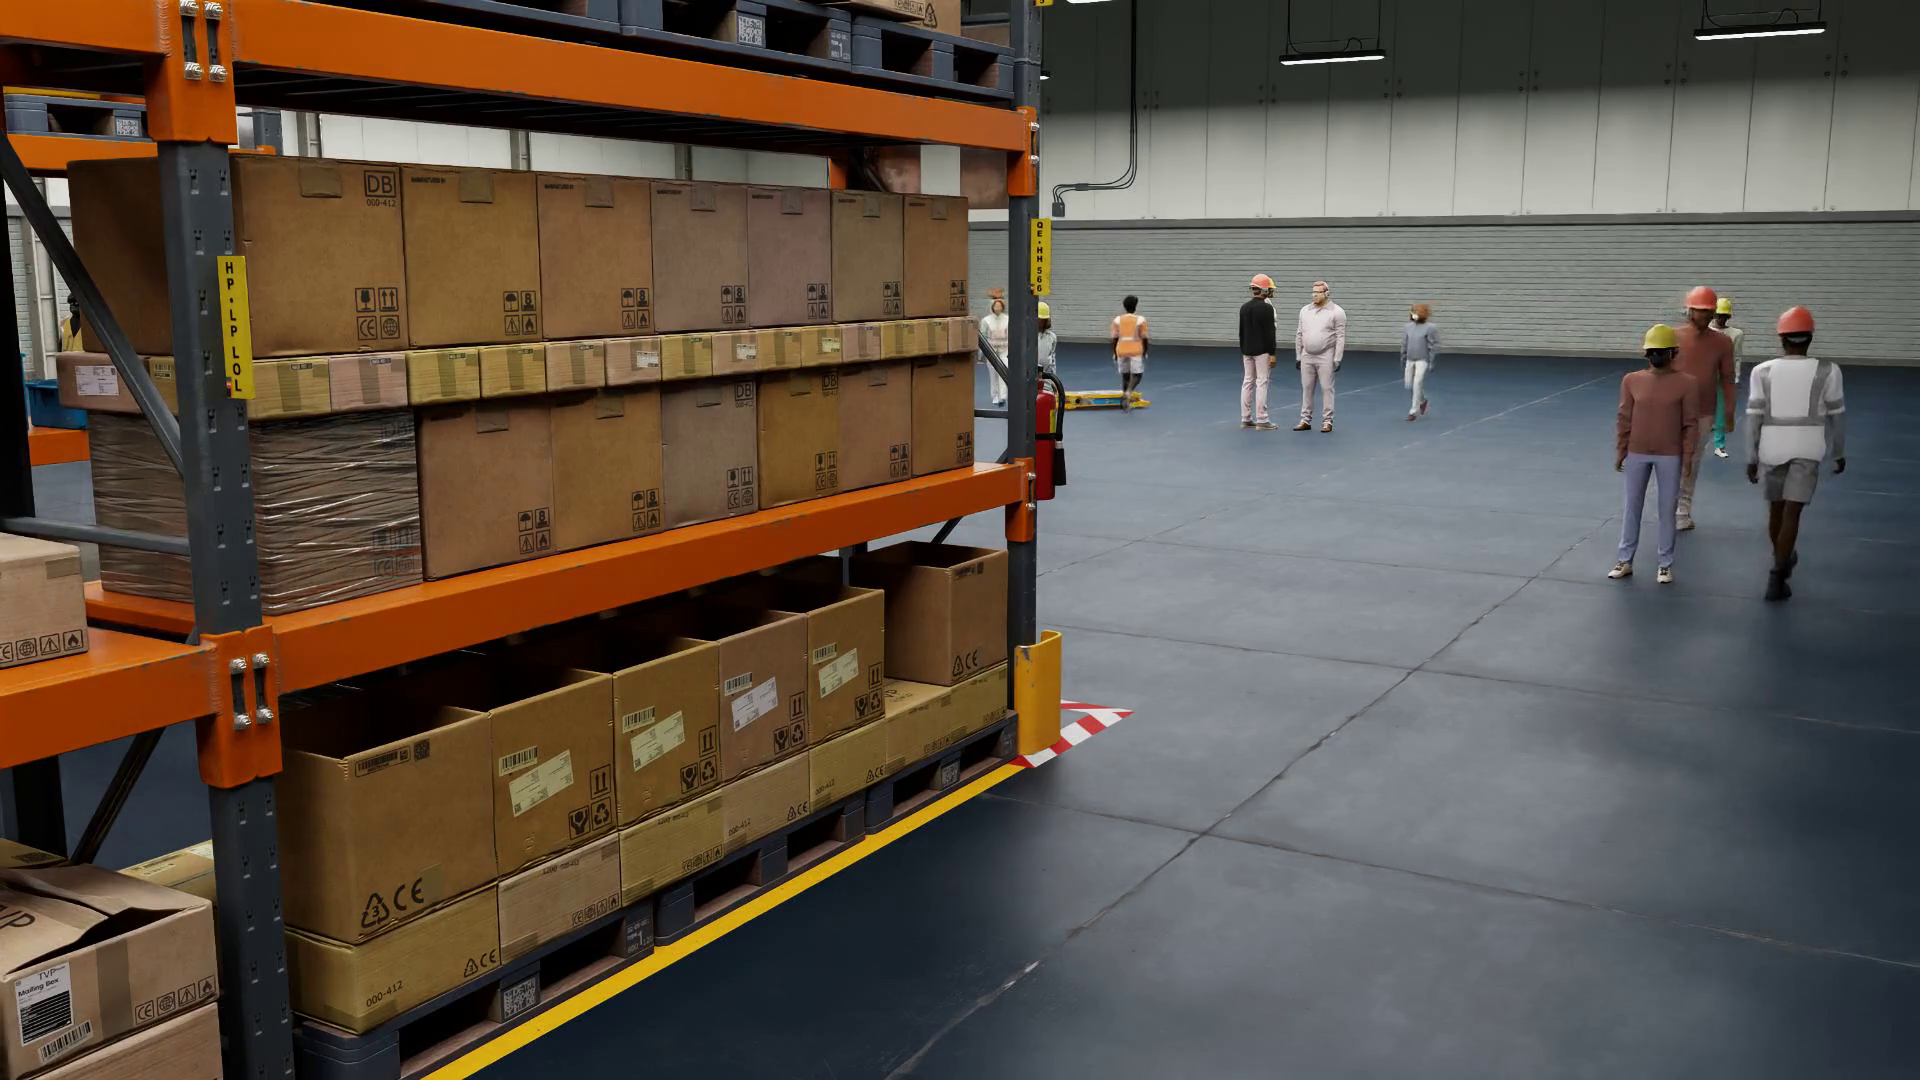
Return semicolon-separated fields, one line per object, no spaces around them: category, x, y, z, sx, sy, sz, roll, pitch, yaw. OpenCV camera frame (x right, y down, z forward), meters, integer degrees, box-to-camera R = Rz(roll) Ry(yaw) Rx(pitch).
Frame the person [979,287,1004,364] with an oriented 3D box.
person;0.793;-4.431;34.392;0.881;1.585;0.517;1;10;3

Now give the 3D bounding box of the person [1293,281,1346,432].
person;4.543;-2.321;21.120;0.651;1.907;0.409;7;12;36

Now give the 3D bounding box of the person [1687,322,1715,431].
person;9.243;-2.225;21.066;0.880;1.719;0.554;-1;10;-5

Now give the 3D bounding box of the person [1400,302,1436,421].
person;6.243;-2.427;22.597;0.582;1.613;0.503;-8;13;-41

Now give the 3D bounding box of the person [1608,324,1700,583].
person;4.750;-0.586;11.371;0.526;1.768;0.331;7;12;36

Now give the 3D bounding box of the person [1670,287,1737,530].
person;5.981;-1.046;13.455;0.646;1.969;0.807;0;10;1

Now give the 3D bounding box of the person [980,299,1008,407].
person;0.563;-2.799;24.817;0.535;1.587;0.887;1;10;3

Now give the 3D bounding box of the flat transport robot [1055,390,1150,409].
flat transport robot;2.013;-2.073;24.449;1.431;0.197;0.652;-4;10;-20

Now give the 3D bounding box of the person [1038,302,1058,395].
person;0.842;-1.678;17.856;0.483;1.736;0.311;-6;11;-30

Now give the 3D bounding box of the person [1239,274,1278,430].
person;3.846;-2.413;21.406;0.385;1.993;0.612;-6;12;-33

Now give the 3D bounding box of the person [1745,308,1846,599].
person;5.536;-0.588;11.034;0.561;1.872;1.030;8;12;38

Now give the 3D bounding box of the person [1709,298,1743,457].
person;8.384;-1.795;18.456;0.522;1.767;0.316;2;10;13

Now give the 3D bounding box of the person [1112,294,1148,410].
person;2.421;-2.682;23.872;0.540;1.678;0.579;4;11;24

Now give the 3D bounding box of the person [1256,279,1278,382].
person;5.424;-3.717;29.509;0.404;1.830;0.602;1;10;8

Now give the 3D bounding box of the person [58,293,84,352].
person;-9.745;-1.846;18.528;0.634;1.842;0.429;1;10;7
